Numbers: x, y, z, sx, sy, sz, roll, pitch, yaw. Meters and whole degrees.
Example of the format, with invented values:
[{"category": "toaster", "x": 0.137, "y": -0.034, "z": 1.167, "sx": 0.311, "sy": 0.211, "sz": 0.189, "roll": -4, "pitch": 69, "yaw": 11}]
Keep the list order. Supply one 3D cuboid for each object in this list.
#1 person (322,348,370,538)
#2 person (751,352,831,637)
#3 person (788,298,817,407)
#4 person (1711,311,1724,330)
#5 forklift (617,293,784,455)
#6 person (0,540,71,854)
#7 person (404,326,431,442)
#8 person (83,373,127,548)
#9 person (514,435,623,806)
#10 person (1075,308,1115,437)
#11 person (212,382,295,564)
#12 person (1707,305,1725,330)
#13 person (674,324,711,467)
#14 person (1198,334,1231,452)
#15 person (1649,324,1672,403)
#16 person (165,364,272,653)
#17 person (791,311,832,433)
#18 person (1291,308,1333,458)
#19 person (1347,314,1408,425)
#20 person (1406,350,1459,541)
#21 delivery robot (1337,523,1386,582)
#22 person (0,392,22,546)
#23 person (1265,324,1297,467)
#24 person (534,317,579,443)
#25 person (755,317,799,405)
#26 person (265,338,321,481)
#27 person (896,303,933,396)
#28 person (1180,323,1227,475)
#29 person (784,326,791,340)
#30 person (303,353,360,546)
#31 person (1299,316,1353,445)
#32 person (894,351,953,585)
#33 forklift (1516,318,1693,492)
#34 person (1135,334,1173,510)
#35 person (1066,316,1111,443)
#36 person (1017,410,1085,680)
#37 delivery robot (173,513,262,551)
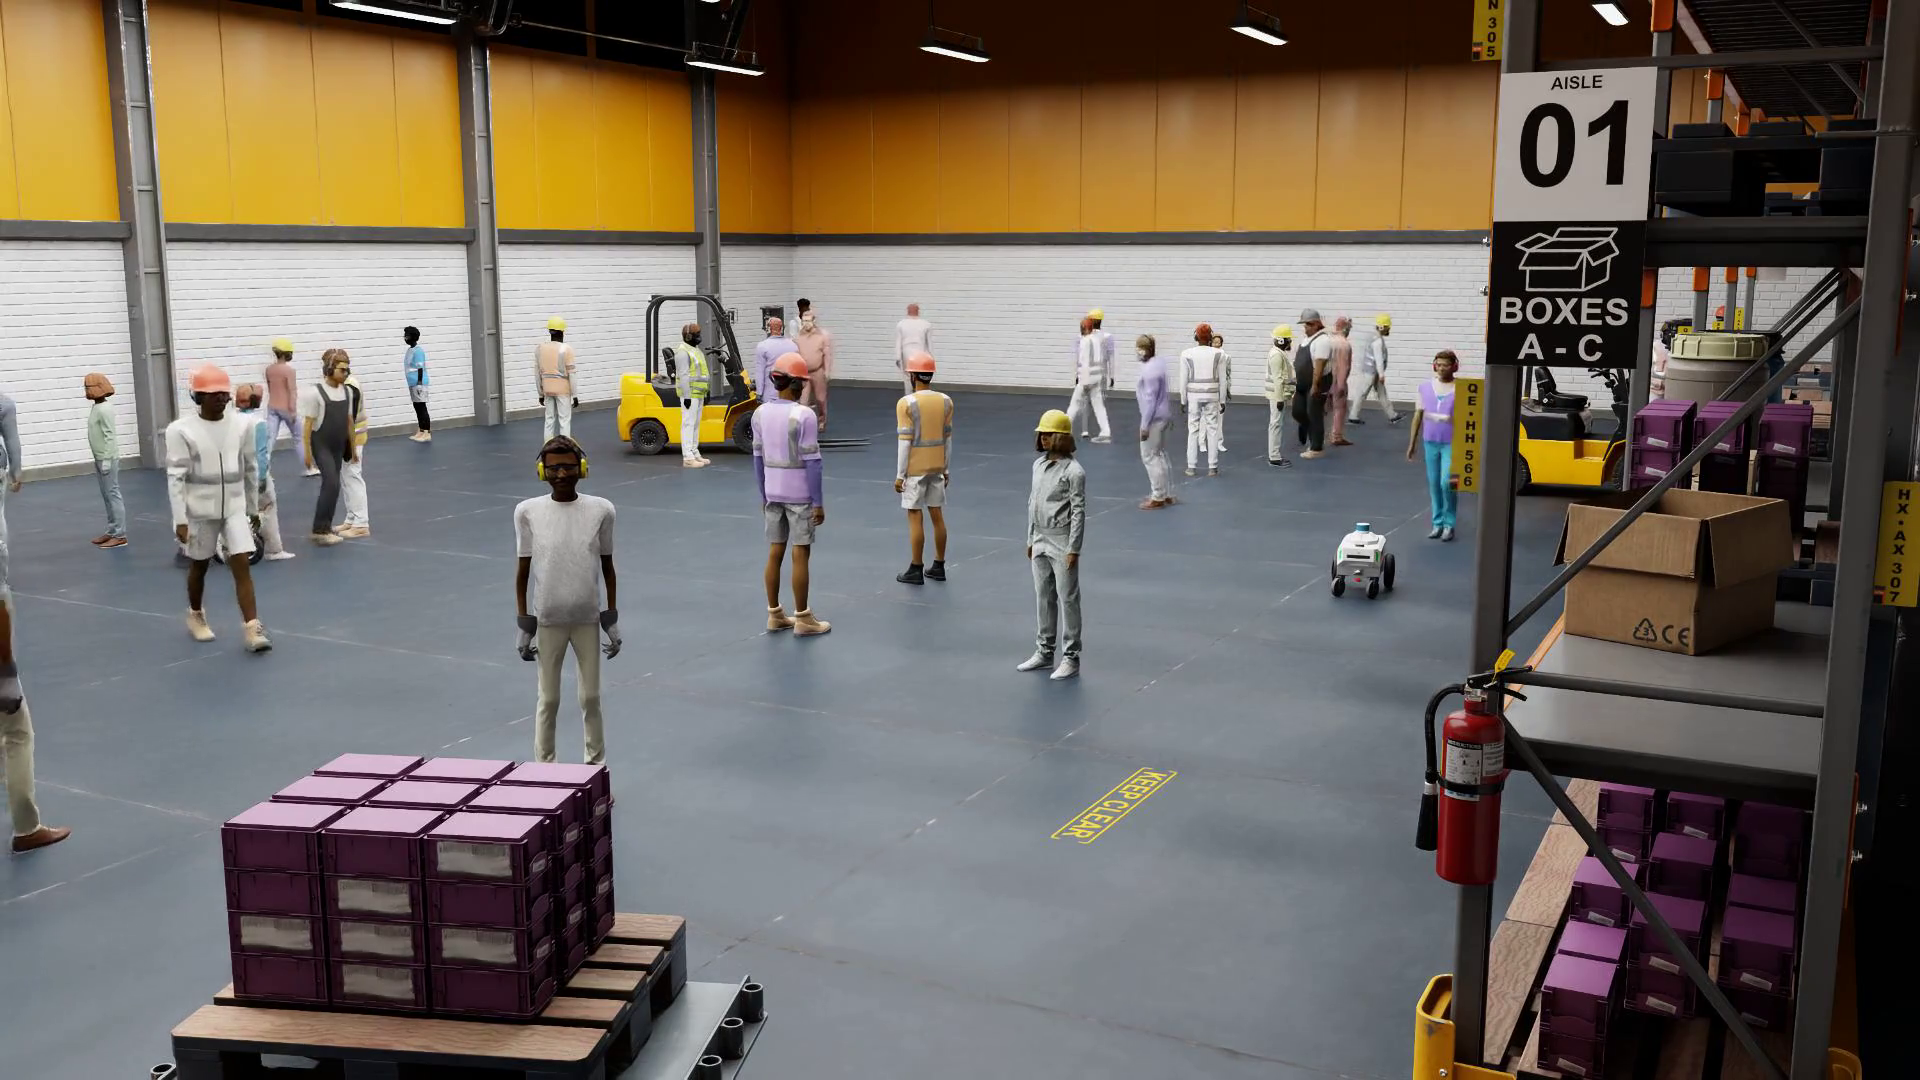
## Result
[{"category": "person", "x": -5.977, "y": -0.940, "z": 16.136, "sx": 0.430, "sy": 1.835, "sz": 0.622, "roll": -6, "pitch": 11, "yaw": -29}, {"category": "person", "x": -1.207, "y": -0.322, "z": 11.941, "sx": 0.608, "sy": 2.042, "sz": 0.375, "roll": 7, "pitch": 12, "yaw": 36}, {"category": "person", "x": -2.783, "y": -3.299, "z": 29.442, "sx": 0.398, "sy": 1.954, "sz": 0.609, "roll": 6, "pitch": 12, "yaw": 33}, {"category": "person", "x": 11.690, "y": -2.589, "z": 25.396, "sx": 0.637, "sy": 1.931, "sz": 0.383, "roll": 2, "pitch": 10, "yaw": 11}, {"category": "forklift", "x": -3.588, "y": -2.317, "z": 23.042, "sx": 2.313, "sy": 2.155, "sz": 1.214, "roll": -1, "pitch": 10, "yaw": -5}, {"category": "person", "x": -4.412, "y": 0.566, "z": 7.373, "sx": 0.518, "sy": 1.851, "sz": 0.771, "roll": 4, "pitch": 10, "yaw": 21}, {"category": "person", "x": -7.929, "y": -2.275, "z": 24.266, "sx": 0.321, "sy": 1.690, "sz": 0.536, "roll": -7, "pitch": 12, "yaw": -35}, {"category": "person", "x": -8.017, "y": -0.745, "z": 15.566, "sx": 0.280, "sy": 1.633, "sz": 0.502, "roll": -7, "pitch": 12, "yaw": -37}, {"category": "person", "x": -1.927, "y": 0.410, "z": 8.197, "sx": 0.514, "sy": 1.872, "sz": 0.328, "roll": -3, "pitch": 10, "yaw": -19}, {"category": "person", "x": 2.016, "y": -2.492, "z": 24.833, "sx": 0.594, "sy": 1.924, "sz": 0.381, "roll": 2, "pitch": 10, "yaw": 11}, {"category": "person", "x": -6.292, "y": -0.581, "z": 14.663, "sx": 0.524, "sy": 1.615, "sz": 0.699, "roll": 6, "pitch": 12, "yaw": 32}, {"category": "person", "x": 11.761, "y": -2.656, "z": 25.751, "sx": 0.357, "sy": 1.937, "sz": 0.551, "roll": -5, "pitch": 11, "yaw": -29}, {"category": "person", "x": -3.434, "y": -1.862, "z": 21.432, "sx": 0.429, "sy": 1.844, "sz": 0.625, "roll": 1, "pitch": 10, "yaw": 7}, {"category": "person", "x": 3.512, "y": -2.033, "z": 23.003, "sx": 0.523, "sy": 1.639, "sz": 0.306, "roll": -3, "pitch": 10, "yaw": -17}, {"category": "person", "x": 9.362, "y": -1.975, "z": 22.087, "sx": 0.624, "sy": 1.845, "sz": 0.430, "roll": 3, "pitch": 10, "yaw": 17}, {"category": "person", "x": -5.146, "y": -0.221, "z": 11.516, "sx": 0.651, "sy": 1.990, "sz": 1.057, "roll": -9, "pitch": 13, "yaw": -43}, {"category": "person", "x": -2.241, "y": -2.518, "z": 25.147, "sx": 0.652, "sy": 1.881, "sz": 0.840, "roll": 1, "pitch": 10, "yaw": 6}, {"category": "person", "x": 4.713, "y": -2.114, "z": 22.311, "sx": 0.537, "sy": 2.000, "sz": 0.724, "roll": -2, "pitch": 10, "yaw": -13}, {"category": "person", "x": 6.639, "y": -2.685, "z": 26.386, "sx": 0.969, "sy": 1.769, "sz": 0.609, "roll": 2, "pitch": 10, "yaw": 13}, {"category": "person", "x": 4.582, "y": -0.900, "z": 15.896, "sx": 0.576, "sy": 1.825, "sz": 0.588, "roll": 8, "pitch": 13, "yaw": 39}, {"category": "delivery robot", "x": 3.259, "y": 0.106, "z": 13.486, "sx": 0.477, "sy": 0.478, "sz": 0.707, "roll": 3, "pitch": 10, "yaw": 18}, {"category": "person", "x": -8.126, "y": -0.580, "z": 13.797, "sx": 0.642, "sy": 1.920, "sz": 0.756, "roll": -7, "pitch": 12, "yaw": -37}, {"category": "person", "x": 4.129, "y": -1.856, "z": 21.416, "sx": 0.404, "sy": 1.836, "sz": 0.590, "roll": 2, "pitch": 10, "yaw": 10}, {"category": "person", "x": -5.195, "y": -1.917, "z": 21.497, "sx": 0.594, "sy": 1.925, "sz": 0.368, "roll": 3, "pitch": 10, "yaw": 19}, {"category": "person", "x": -2.432, "y": -1.979, "z": 21.953, "sx": 0.645, "sy": 1.903, "sz": 0.401, "roll": -8, "pitch": 13, "yaw": -39}, {"category": "person", "x": -8.206, "y": -1.582, "z": 20.153, "sx": 0.534, "sy": 1.721, "sz": 0.902, "roll": 4, "pitch": 11, "yaw": 24}, {"category": "person", "x": -0.807, "y": -3.254, "z": 29.416, "sx": 0.656, "sy": 1.875, "sz": 0.922, "roll": -1, "pitch": 10, "yaw": -3}, {"category": "person", "x": 3.001, "y": -1.730, "z": 20.545, "sx": 0.575, "sy": 1.885, "sz": 0.355, "roll": 1, "pitch": 10, "yaw": 6}, {"category": "person", "x": -2.789, "y": -2.527, "z": 25.503, "sx": 0.534, "sy": 1.765, "sz": 0.323, "roll": -9, "pitch": 13, "yaw": -41}, {"category": "person", "x": -5.925, "y": -0.845, "z": 15.627, "sx": 0.598, "sy": 1.811, "sz": 0.516, "roll": 4, "pitch": 10, "yaw": 20}, {"category": "person", "x": 5.231, "y": -2.243, "z": 23.570, "sx": 0.795, "sy": 1.869, "sz": 0.679, "roll": -3, "pitch": 10, "yaw": -19}, {"category": "person", "x": -0.319, "y": -0.598, "z": 13.836, "sx": 0.552, "sy": 1.937, "sz": 0.356, "roll": -8, "pitch": 13, "yaw": -38}, {"category": "forklift", "x": 7.066, "y": -1.601, "z": 18.899, "sx": 2.313, "sy": 2.155, "sz": 1.214, "roll": 5, "pitch": 11, "yaw": 27}, {"category": "person", "x": 2.074, "y": -1.267, "z": 17.842, "sx": 0.474, "sy": 1.895, "sz": 0.736, "roll": 1, "pitch": 10, "yaw": 8}, {"category": "person", "x": 1.779, "y": -2.326, "z": 24.144, "sx": 0.992, "sy": 1.828, "sz": 0.594, "roll": 5, "pitch": 11, "yaw": 27}, {"category": "person", "x": 0.603, "y": 0.026, "z": 10.778, "sx": 0.290, "sy": 1.746, "sz": 0.487, "roll": -8, "pitch": 12, "yaw": -38}, {"category": "delivery robot", "x": -6.566, "y": -0.110, "z": 14.713, "sx": 0.707, "sy": 0.478, "sz": 0.477, "roll": -3, "pitch": 10, "yaw": -21}]
